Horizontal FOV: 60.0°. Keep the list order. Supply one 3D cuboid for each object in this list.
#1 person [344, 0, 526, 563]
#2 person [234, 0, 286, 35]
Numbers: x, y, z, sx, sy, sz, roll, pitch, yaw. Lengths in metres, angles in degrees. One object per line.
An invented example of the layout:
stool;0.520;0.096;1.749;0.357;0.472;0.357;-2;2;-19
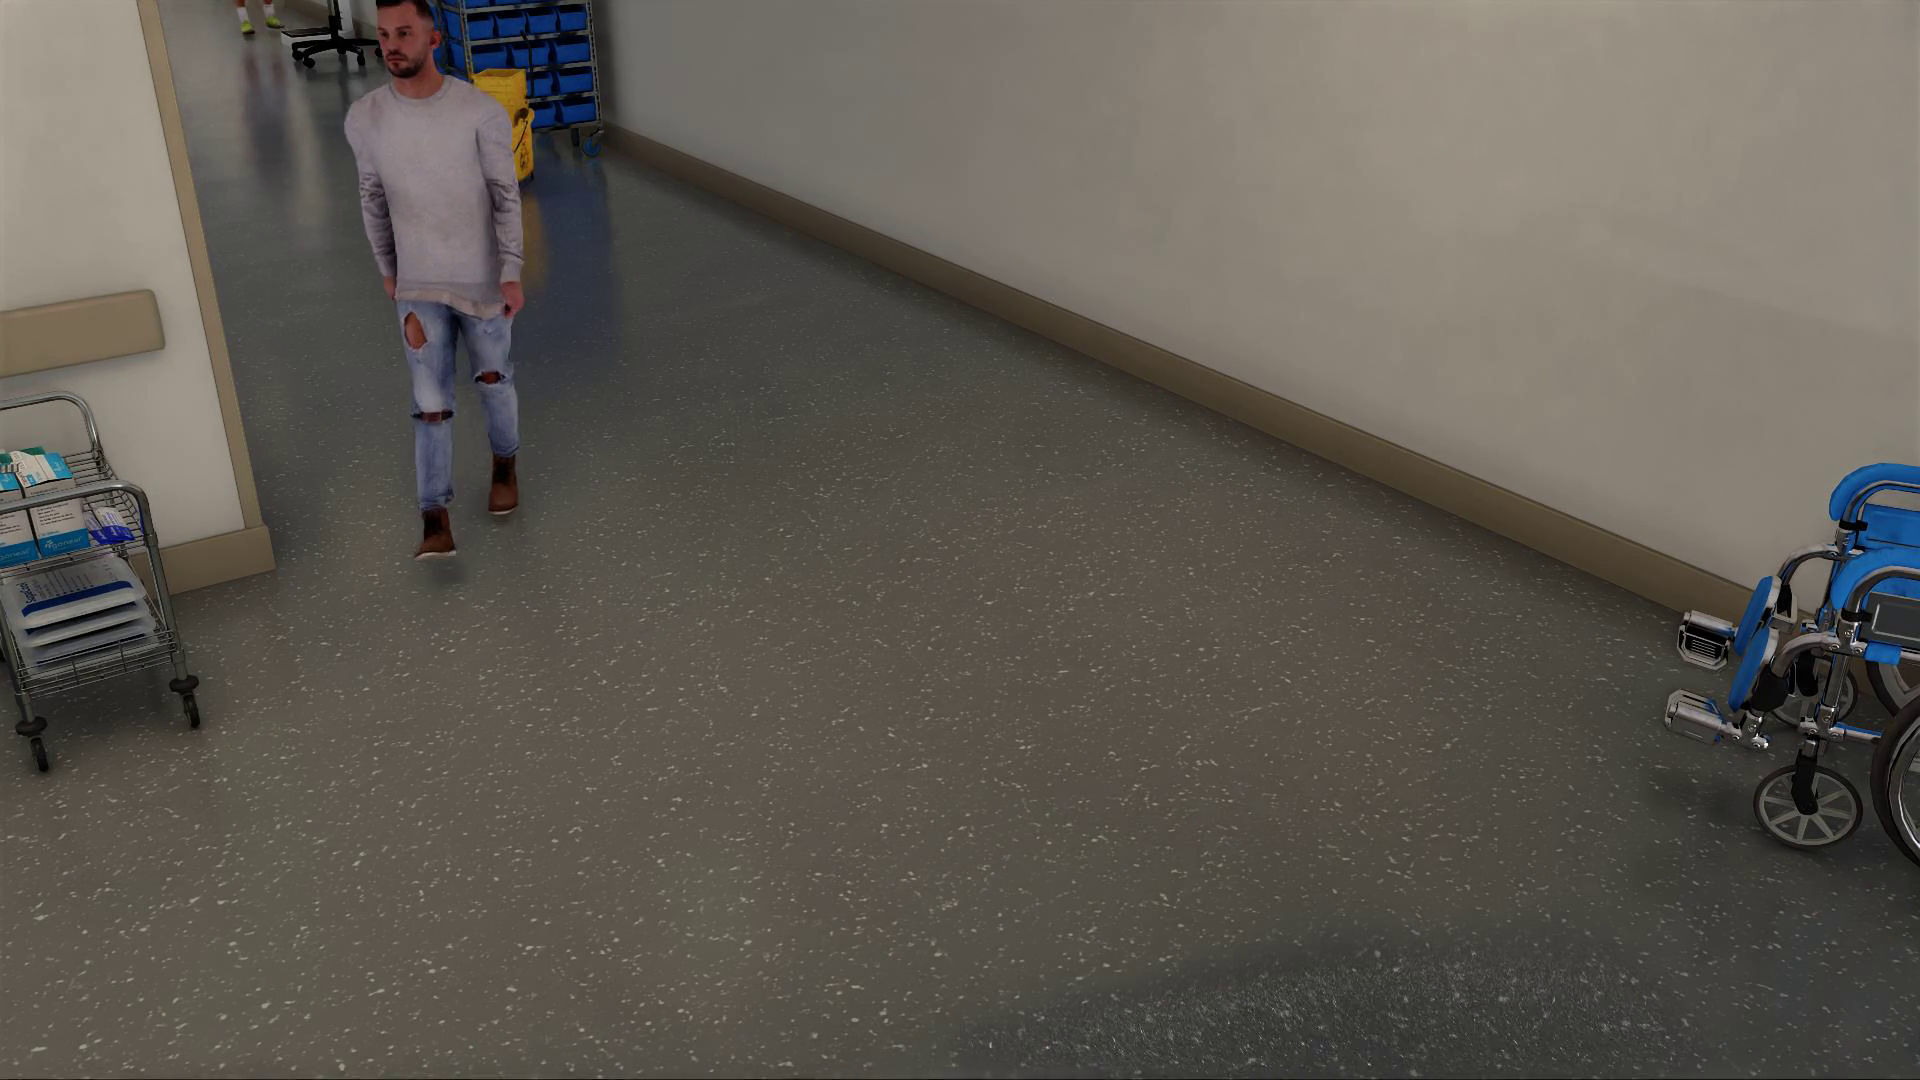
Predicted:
person;-1.644;-0.880;5.493;1.163;1.795;1.089;-3;26;-6
person;-6.672;-5.623;15.284;0.544;1.835;0.711;-17;31;-32
